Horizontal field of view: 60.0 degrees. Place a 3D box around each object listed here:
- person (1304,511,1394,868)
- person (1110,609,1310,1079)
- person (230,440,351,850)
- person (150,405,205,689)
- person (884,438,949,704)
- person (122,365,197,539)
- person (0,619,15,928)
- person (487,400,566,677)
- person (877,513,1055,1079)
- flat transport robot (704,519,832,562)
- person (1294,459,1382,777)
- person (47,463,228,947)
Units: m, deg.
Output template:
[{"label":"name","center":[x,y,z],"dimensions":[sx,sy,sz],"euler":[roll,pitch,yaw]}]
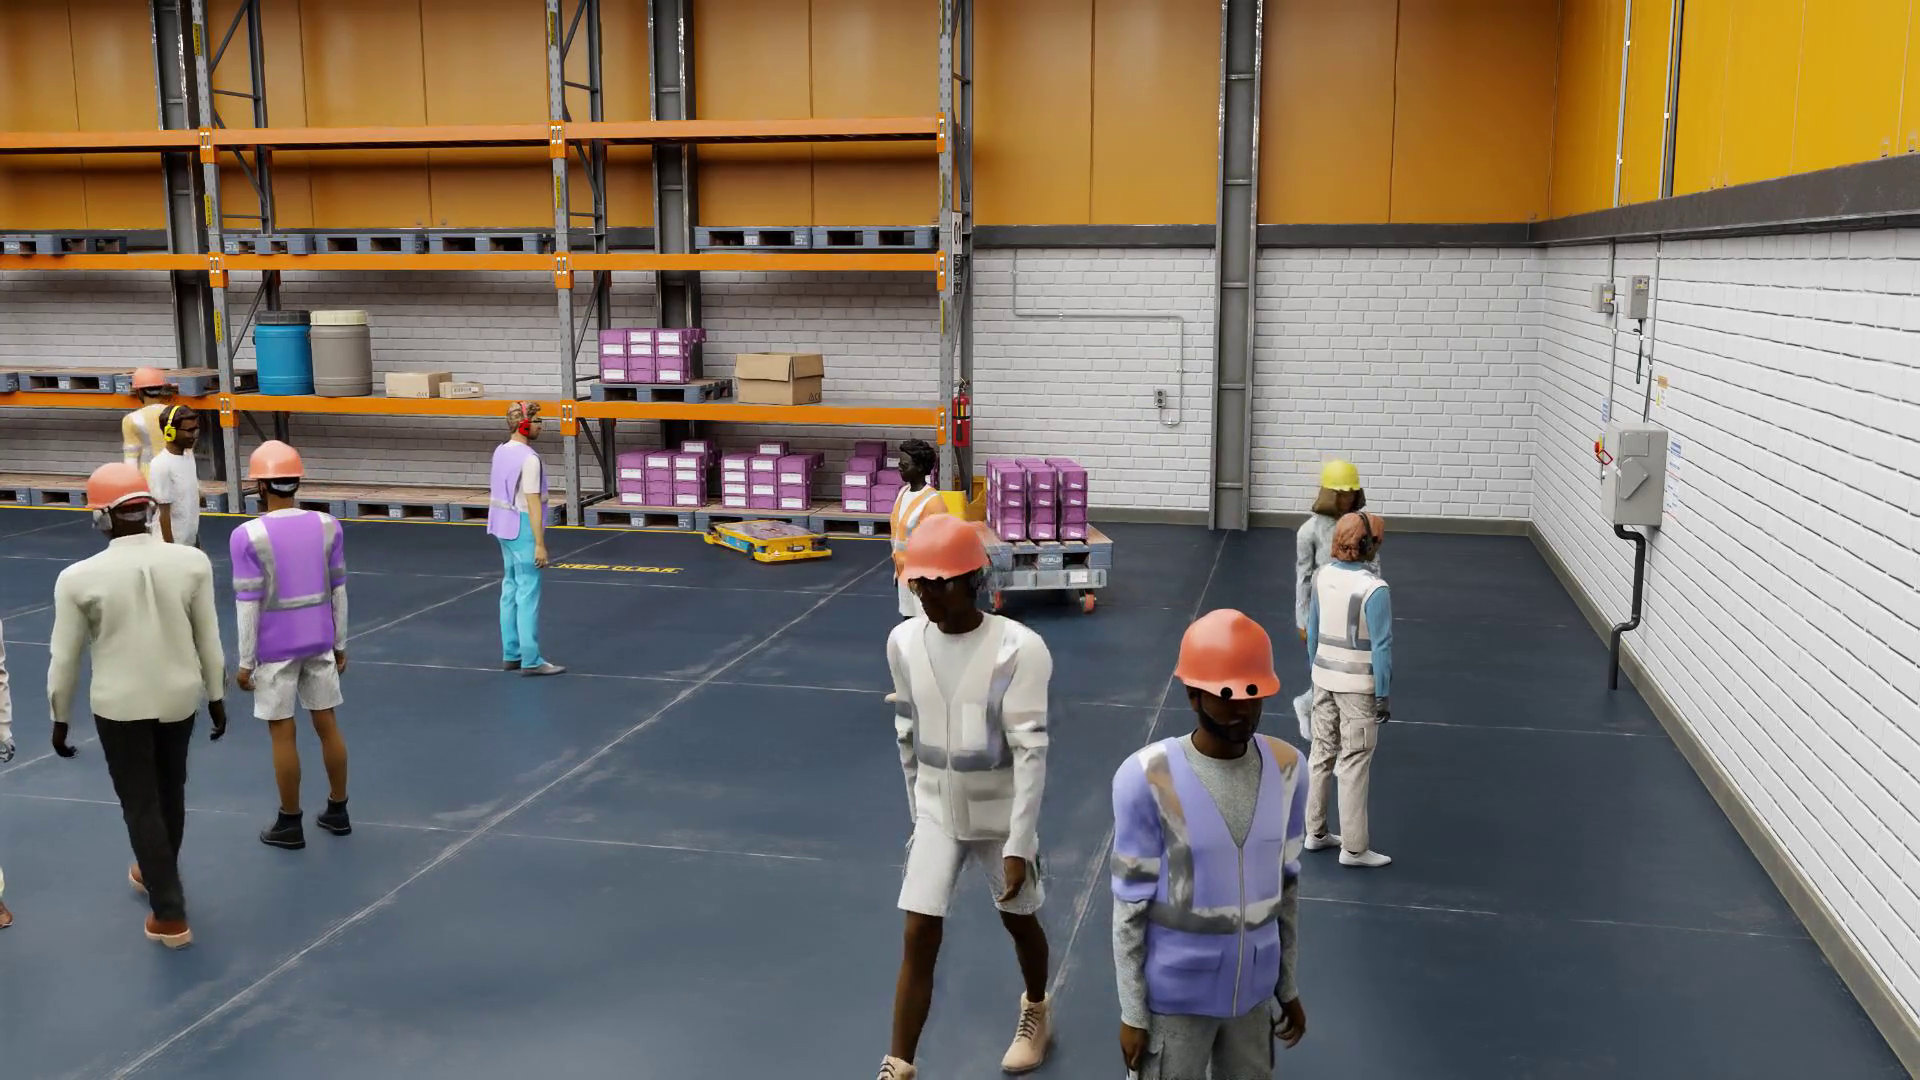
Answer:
[{"label":"person","center":[1.790,0.681,7.659],"dimensions":[0.311,1.638,0.522],"euler":[-5,11,-27]},{"label":"person","center":[0.640,1.119,4.180],"dimensions":[0.546,1.939,0.375],"euler":[-4,10,-21]},{"label":"person","center":[-3.181,0.493,7.898],"dimensions":[0.378,1.933,0.551],"euler":[8,13,40]},{"label":"person","center":[-5.025,0.051,10.770],"dimensions":[0.344,1.856,0.528],"euler":[-2,10,-9]},{"label":"person","center":[-0.258,0.221,10.211],"dimensions":[0.320,1.698,0.531],"euler":[-5,11,-28]},{"label":"person","center":[-6.488,-0.454,13.511],"dimensions":[0.456,1.925,0.553],"euler":[8,13,40]},{"label":"person","center":[-4.167,0.825,6.824],"dimensions":[0.507,1.632,0.272],"euler":[-7,12,-34]},{"label":"person","center":[-2.943,-0.008,11.127],"dimensions":[0.391,1.846,0.564],"euler":[-8,12,-38]},{"label":"person","center":[0.027,0.897,5.420],"dimensions":[0.635,1.985,1.047],"euler":[5,11,26]},{"label":"flat transport robot","center":[-1.844,-0.011,15.800],"dimensions":[0.652,0.197,1.431],"euler":[-6,11,-32]},{"label":"person","center":[2.031,0.396,9.109],"dimensions":[0.494,1.720,0.691],"euler":[-4,10,-21]},{"label":"person","center":[-3.413,0.656,6.866],"dimensions":[0.844,1.955,0.644],"euler":[9,13,42]}]
